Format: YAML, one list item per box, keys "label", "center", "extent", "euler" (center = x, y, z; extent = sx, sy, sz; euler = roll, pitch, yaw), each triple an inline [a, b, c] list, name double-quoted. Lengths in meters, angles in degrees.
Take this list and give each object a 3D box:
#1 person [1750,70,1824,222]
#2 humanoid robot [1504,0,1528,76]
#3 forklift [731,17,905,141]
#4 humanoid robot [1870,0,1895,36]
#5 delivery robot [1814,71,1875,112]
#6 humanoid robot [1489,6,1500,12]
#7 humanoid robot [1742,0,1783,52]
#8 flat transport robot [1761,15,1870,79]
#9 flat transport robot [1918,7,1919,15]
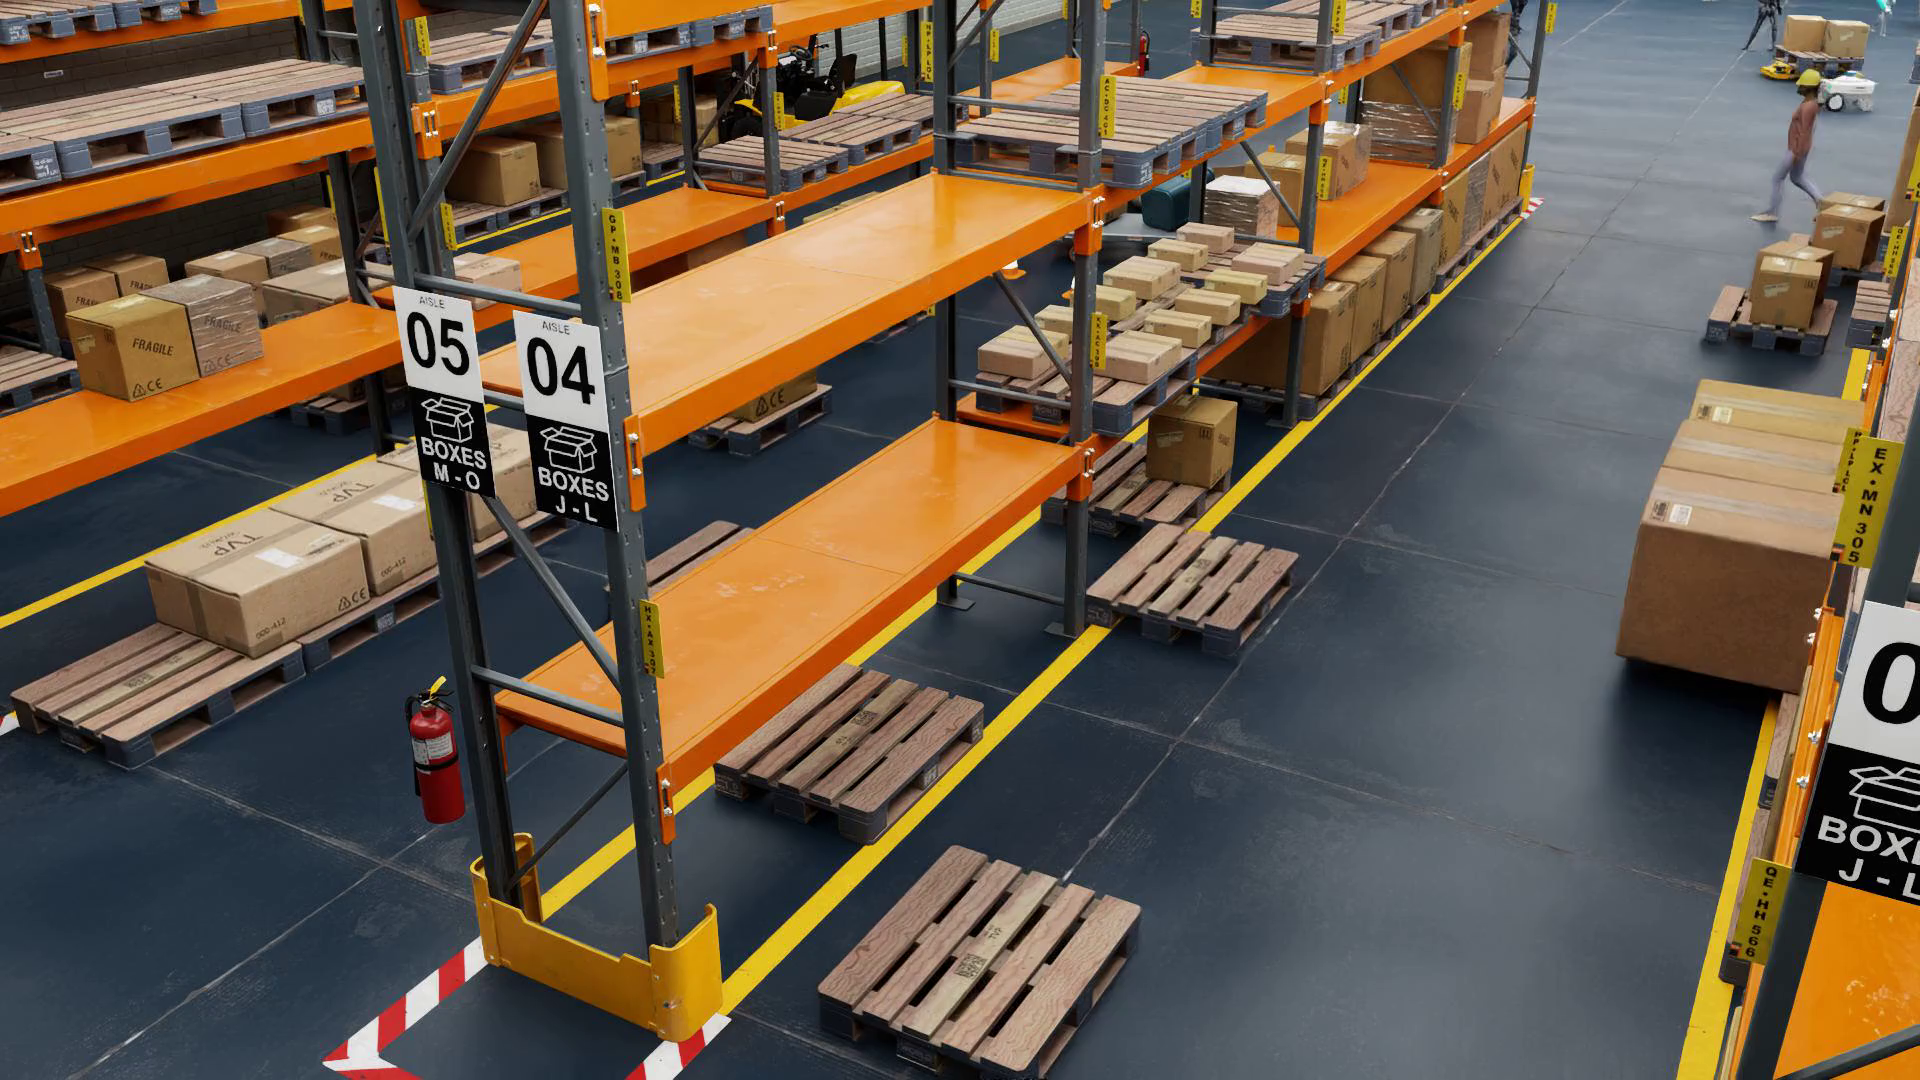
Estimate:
- label: "person"
  center: [9.581, -4.444, 18.872]
  extent: [0.748, 1.739, 0.527]
  euler: [17, 31, 32]
- label: "humanoid robot"
  center: [9.032, -8.397, 27.173]
  extent: [0.373, 1.644, 0.615]
  euler: [11, 28, 22]
- label: "forklift"
  center: [-1.819, -5.975, 21.543]
  extent: [2.313, 2.155, 1.214]
  euler: [14, 29, 26]
- label: "humanoid robot"
  center: [17.489, -10.374, 31.282]
  extent: [0.543, 1.799, 0.871]
  euler: [-14, 29, -27]
- label: "delivery robot"
  center: [13.331, -6.761, 25.043]
  extent: [0.764, 0.578, 0.499]
  euler: [0, 26, 1]
- label: "humanoid robot"
  center: [9.229, -9.468, 29.358]
  extent: [0.551, 1.809, 0.691]
  euler: [-21, 33, -36]
- label: "humanoid robot"
  center: [14.367, -9.486, 29.447]
  extent: [0.593, 1.635, 0.678]
  euler: [-21, 33, -36]
- label: "flat transport robot"
  center: [14.077, -7.746, 27.437]
  extent: [1.431, 0.231, 0.659]
  euler: [2, 26, 3]
- label: "flat transport robot"
  center: [19.131, -9.914, 31.943]
  extent: [0.659, 0.231, 1.431]
  euler: [8, 27, 16]
